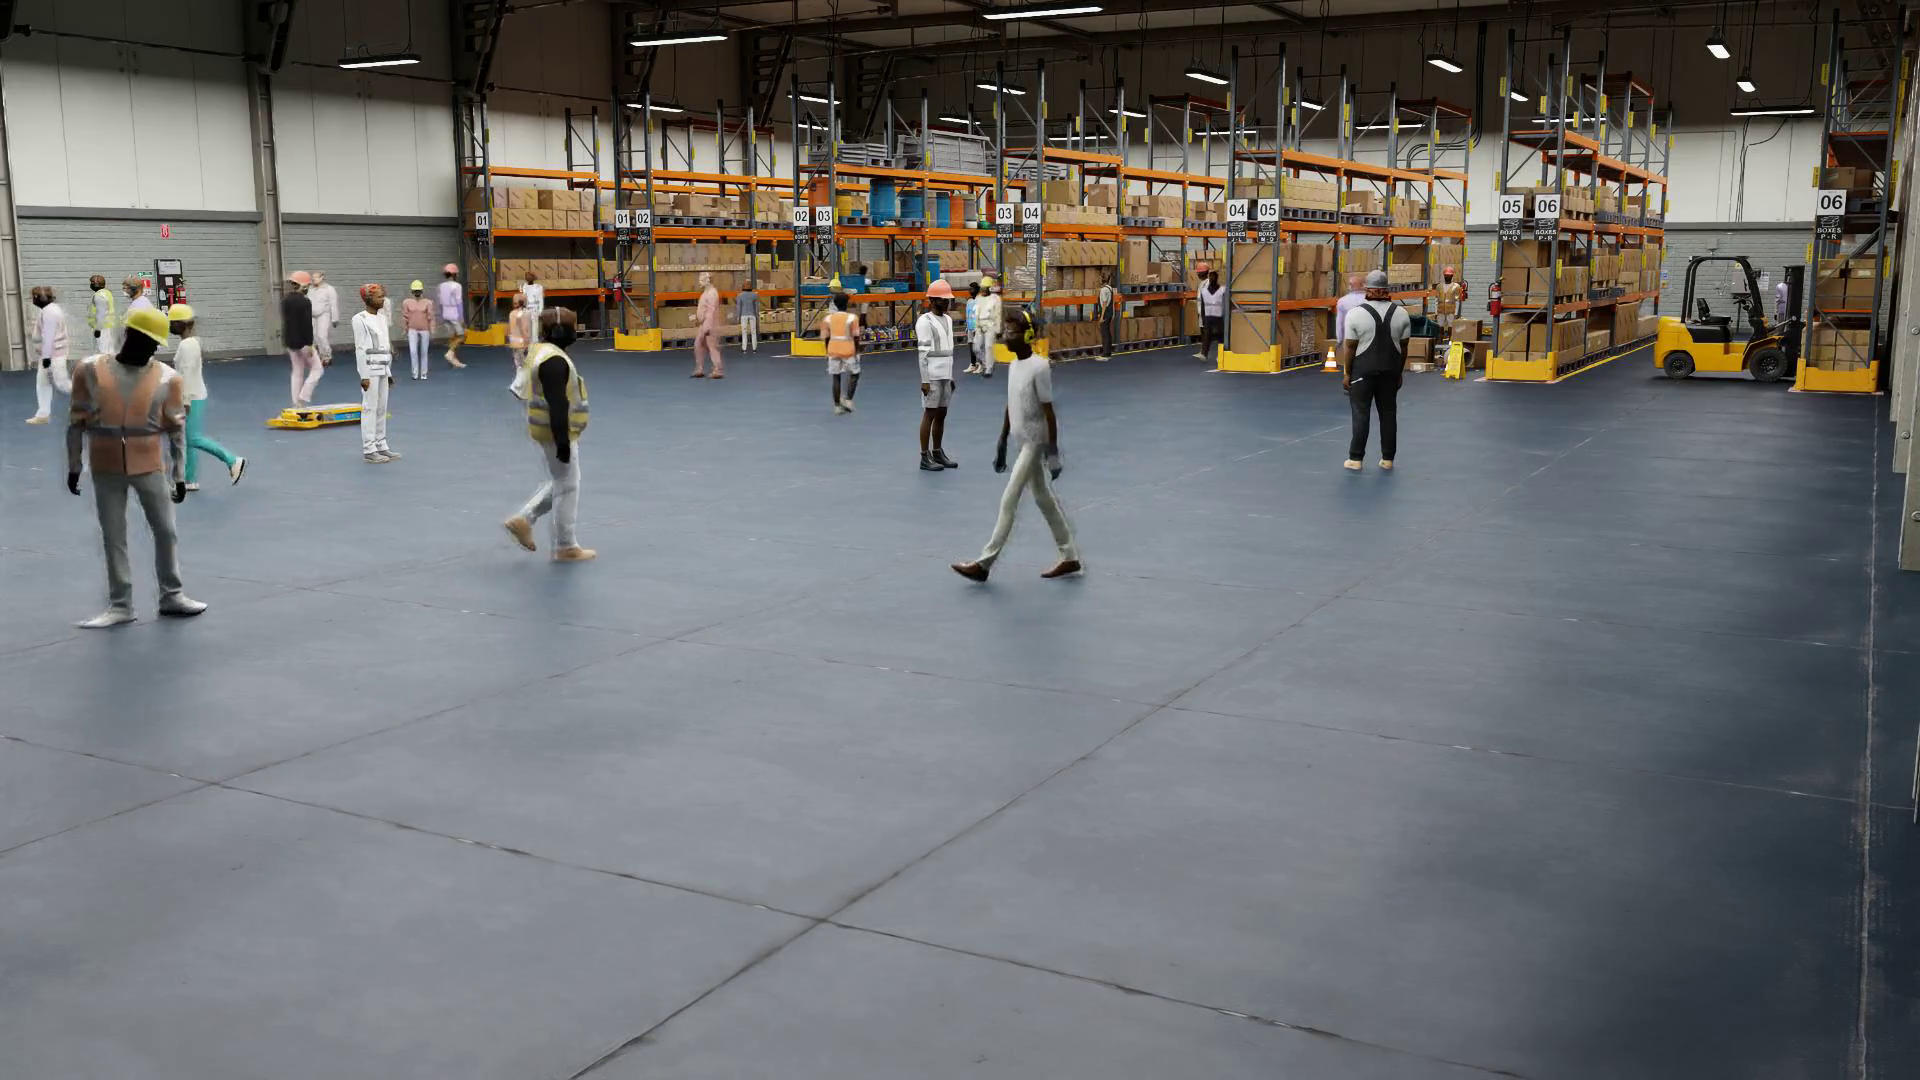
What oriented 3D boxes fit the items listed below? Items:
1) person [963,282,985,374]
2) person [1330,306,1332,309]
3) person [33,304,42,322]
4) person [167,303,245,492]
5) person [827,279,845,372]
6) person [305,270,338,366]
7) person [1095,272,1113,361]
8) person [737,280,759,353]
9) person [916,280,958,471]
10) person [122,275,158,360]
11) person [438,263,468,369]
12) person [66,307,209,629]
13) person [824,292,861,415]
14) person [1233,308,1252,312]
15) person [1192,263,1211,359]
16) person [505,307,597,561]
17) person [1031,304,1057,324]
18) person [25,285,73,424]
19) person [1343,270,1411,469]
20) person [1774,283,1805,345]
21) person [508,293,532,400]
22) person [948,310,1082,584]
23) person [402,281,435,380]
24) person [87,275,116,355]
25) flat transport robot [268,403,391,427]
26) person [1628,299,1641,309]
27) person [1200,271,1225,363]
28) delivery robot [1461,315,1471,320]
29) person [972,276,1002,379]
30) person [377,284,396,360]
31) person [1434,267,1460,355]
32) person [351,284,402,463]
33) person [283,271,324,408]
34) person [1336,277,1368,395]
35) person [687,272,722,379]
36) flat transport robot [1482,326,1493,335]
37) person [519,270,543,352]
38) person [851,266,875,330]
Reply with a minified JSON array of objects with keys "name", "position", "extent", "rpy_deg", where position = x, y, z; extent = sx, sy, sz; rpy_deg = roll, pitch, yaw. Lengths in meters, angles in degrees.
[{"name":"person","position":[0.278,-3.923,30.816],"extent":[0.318,1.697,0.535],"rpy_deg":[-7,12,-34]},{"name":"person","position":[9.776,-5.944,42.893],"extent":[0.519,1.614,0.751],"rpy_deg":[8,12,38]},{"name":"person","position":[-16.493,-3.756,30.017],"extent":[0.539,1.623,0.368],"rpy_deg":[6,11,31]},{"name":"person","position":[-7.037,-1.308,15.355],"extent":[0.626,1.746,0.531],"rpy_deg":[-5,11,-25]},{"name":"person","position":[-2.344,-4.040,31.366],"extent":[0.294,1.744,0.487],"rpy_deg":[-4,11,-23]},{"name":"person","position":[-12.720,-4.386,32.969],"extent":[0.648,1.890,0.511],"rpy_deg":[3,10,19]},{"name":"person","position":[3.007,-4.634,34.544],"extent":[0.337,1.845,0.514],"rpy_deg":[4,10,20]},{"name":"person","position":[-4.763,-5.007,37.348],"extent":[0.501,1.633,0.279],"rpy_deg":[-4,10,-20]},{"name":"person","position":[-0.209,-1.675,16.946],"extent":[0.364,1.935,0.553],"rpy_deg":[6,11,31]},{"name":"person","position":[-10.371,-2.378,21.078],"extent":[0.372,1.934,0.627],"rpy_deg":[-5,11,-25]},{"name":"person","position":[-9.786,-4.308,32.087],"extent":[0.642,2.031,0.466],"rpy_deg":[7,12,34]},{"name":"person","position":[-4.885,-0.420,9.796],"extent":[0.683,1.878,0.369],"rpy_deg":[-4,11,-23]},{"name":"person","position":[-1.596,-2.558,22.836],"extent":[0.557,1.679,0.457],"rpy_deg":[3,10,19]},{"name":"person","position":[6.109,-4.839,35.598],"extent":[0.549,1.900,0.923],"rpy_deg":[8,12,38]},{"name":"person","position":[5.155,-4.853,35.269],"extent":[0.393,2.036,0.605],"rpy_deg":[-1,10,-6]},{"name":"person","position":[-2.909,-0.740,11.824],"extent":[0.546,1.829,0.624],"rpy_deg":[-3,10,-17]},{"name":"person","position":[1.900,-5.207,37.666],"extent":[0.624,1.931,0.371],"rpy_deg":[0,10,-2]},{"name":"person","position":[-11.744,-2.418,21.690],"extent":[0.861,1.808,0.630],"rpy_deg":[-6,11,-30]},{"name":"person","position":[4.213,-1.740,17.025],"extent":[0.682,2.000,0.538],"rpy_deg":[-1,10,-8]},{"name":"person","position":[18.406,-5.081,36.957],"extent":[0.580,1.918,0.401],"rpy_deg":[5,11,26]},{"name":"person","position":[-6.626,-2.908,25.070],"extent":[0.383,1.625,0.529],"rpy_deg":[-8,12,-39]},{"name":"person","position":[0.396,-0.612,11.063],"extent":[0.995,1.818,0.551],"rpy_deg":[-3,10,-19]},{"name":"person","position":[-9.458,-3.649,29.069],"extent":[0.552,1.729,0.825],"rpy_deg":[-3,10,-16]},{"name":"person","position":[-15.054,-3.715,29.171],"extent":[0.429,1.845,0.620],"rpy_deg":[-2,10,-13]},{"name":"flat transport robot","position":[-8.149,-1.625,21.530],"extent":[0.652,0.197,1.431],"rpy_deg":[5,11,27]},{"name":"person","position":[18.125,-6.345,44.575],"extent":[0.527,1.845,0.721],"rpy_deg":[-3,10,-18]},{"name":"person","position":[5.225,-4.587,34.231],"extent":[0.596,1.869,1.041],"rpy_deg":[4,11,24]},{"name":"delivery robot","position":[13.746,-5.950,45.745],"extent":[0.707,0.478,0.477],"rpy_deg":[0,10,-2]},{"name":"person","position":[0.461,-3.753,29.456],"extent":[0.624,1.816,0.422],"rpy_deg":[9,13,41]},{"name":"person","position":[-11.792,-4.423,33.995],"extent":[0.503,1.613,0.630],"rpy_deg":[5,11,25]},{"name":"person","position":[10.616,-4.983,36.310],"extent":[0.551,1.940,0.352],"rpy_deg":[7,12,36]},{"name":"person","position":[-6.194,-1.765,17.628],"extent":[0.350,1.884,0.583],"rpy_deg":[1,10,8]},{"name":"person","position":[-9.053,-2.708,22.890],"extent":[0.648,1.972,0.438],"rpy_deg":[6,12,33]},{"name":"person","position":[6.132,-3.113,25.591],"extent":[0.645,1.871,0.877],"rpy_deg":[-2,10,-10]},{"name":"person","position":[-4.578,-3.789,29.475],"extent":[0.726,1.883,0.680],"rpy_deg":[-3,10,-18]},{"name":"flat transport robot","position":[14.638,-5.766,45.774],"extent":[0.652,0.197,1.431],"rpy_deg":[6,11,32]},{"name":"person","position":[-9.404,-4.971,36.431],"extent":[0.614,1.873,0.408],"rpy_deg":[3,10,17]},{"name":"person","position":[-2.604,-6.402,44.700],"extent":[0.612,1.915,1.032],"rpy_deg":[5,11,27]}]
